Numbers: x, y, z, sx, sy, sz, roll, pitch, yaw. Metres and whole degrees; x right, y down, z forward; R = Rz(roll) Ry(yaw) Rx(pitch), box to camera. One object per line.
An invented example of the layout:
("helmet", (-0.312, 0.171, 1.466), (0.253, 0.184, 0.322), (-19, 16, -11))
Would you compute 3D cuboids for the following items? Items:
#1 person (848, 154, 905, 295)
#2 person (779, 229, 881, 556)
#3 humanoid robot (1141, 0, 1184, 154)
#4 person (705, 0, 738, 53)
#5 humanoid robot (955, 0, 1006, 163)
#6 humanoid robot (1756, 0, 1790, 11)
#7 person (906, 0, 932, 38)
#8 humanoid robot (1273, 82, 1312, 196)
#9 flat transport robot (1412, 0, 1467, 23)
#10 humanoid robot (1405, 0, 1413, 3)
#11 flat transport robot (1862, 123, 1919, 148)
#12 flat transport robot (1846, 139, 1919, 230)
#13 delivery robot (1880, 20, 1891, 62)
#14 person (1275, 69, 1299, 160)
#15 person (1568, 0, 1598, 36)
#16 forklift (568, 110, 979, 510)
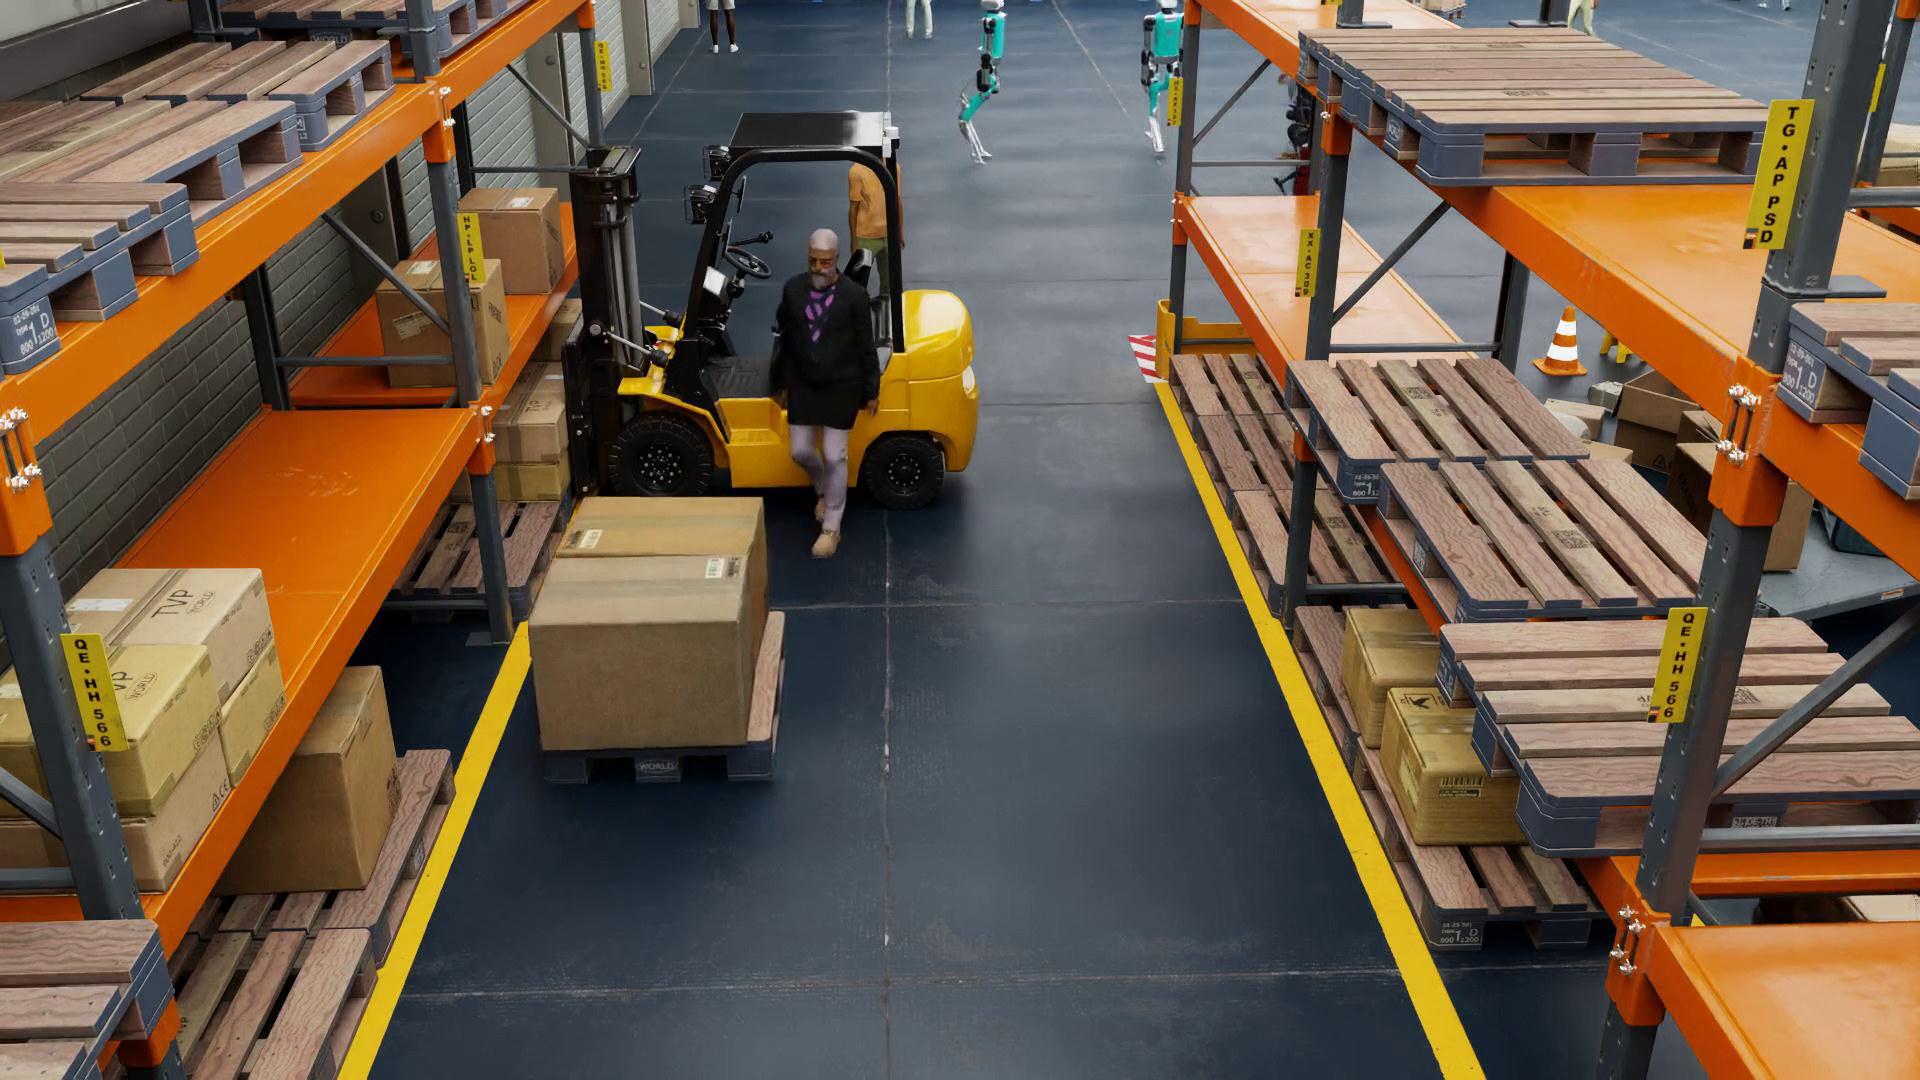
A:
("person", (-0.609, -2.249, 12.381), (0.437, 1.709, 0.390), (-13, 28, -26))
("person", (-0.731, -0.850, 9.277), (0.580, 1.828, 0.753), (6, 26, 13))
("humanoid robot", (2.220, -5.234, 18.724), (0.539, 1.768, 1.077), (-5, 26, -11))
("person", (-3.617, -8.305, 24.985), (0.542, 1.899, 0.376), (-4, 26, -9))
("humanoid robot", (0.158, -5.021, 18.226), (0.676, 1.806, 0.538), (7, 26, 14))
("humanoid robot", (14.436, -10.176, 29.249), (0.546, 1.873, 0.830), (-10, 27, -20))
("person", (-0.677, -8.822, 26.276), (0.577, 1.734, 0.412), (0, 25, 0))
("humanoid robot", (3.348, -4.148, 16.432), (0.457, 1.640, 0.595), (13, 28, 26))
("flat transport robot", (7.446, -8.391, 27.073), (0.659, 0.231, 1.431), (16, 30, 31))
("humanoid robot", (5.255, -5.776, 19.947), (0.596, 1.632, 0.772), (-9, 27, -18))
("flat transport robot", (9.132, -3.212, 16.106), (1.431, 0.231, 0.659), (16, 29, 30))
("flat transport robot", (7.145, -1.944, 13.421), (1.431, 0.231, 0.659), (4, 26, 9))
("delivery robot", (13.660, -7.414, 24.650), (0.753, 0.579, 0.499), (-14, 29, -28))
("person", (3.856, -5.158, 18.314), (0.921, 1.905, 0.624), (-19, 31, -35))
("person", (9.022, -7.842, 24.044), (0.518, 1.857, 0.878), (15, 29, 29))
("forklift", (-1.043, -1.379, 9.976), (2.313, 2.155, 1.214), (-1, 25, -2))
